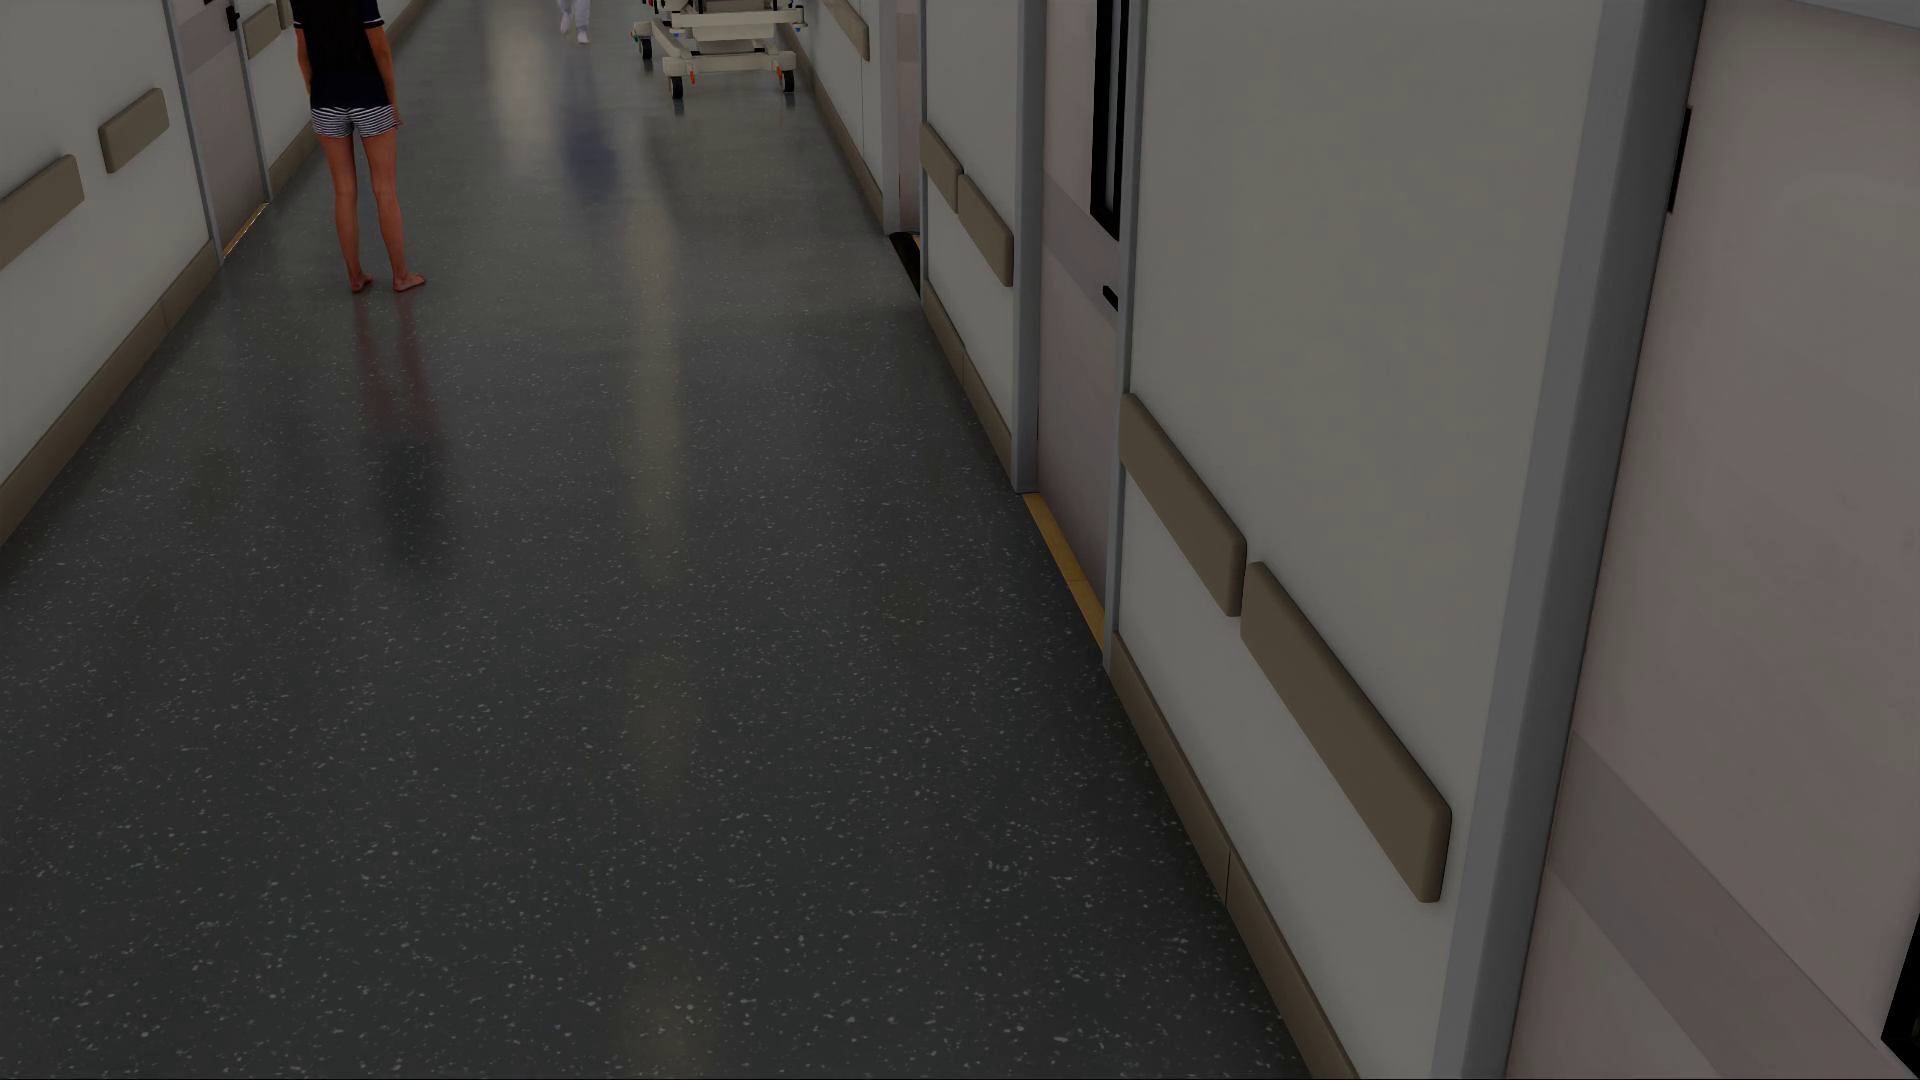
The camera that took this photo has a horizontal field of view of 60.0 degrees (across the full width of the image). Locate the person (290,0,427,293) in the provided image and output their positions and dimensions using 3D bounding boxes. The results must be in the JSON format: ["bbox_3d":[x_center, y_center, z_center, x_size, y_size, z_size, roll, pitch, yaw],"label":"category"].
[{"bbox_3d":[-2.883,-2.050,7.875,0.516,1.765,0.681,0,26,1],"label":"person"}]
